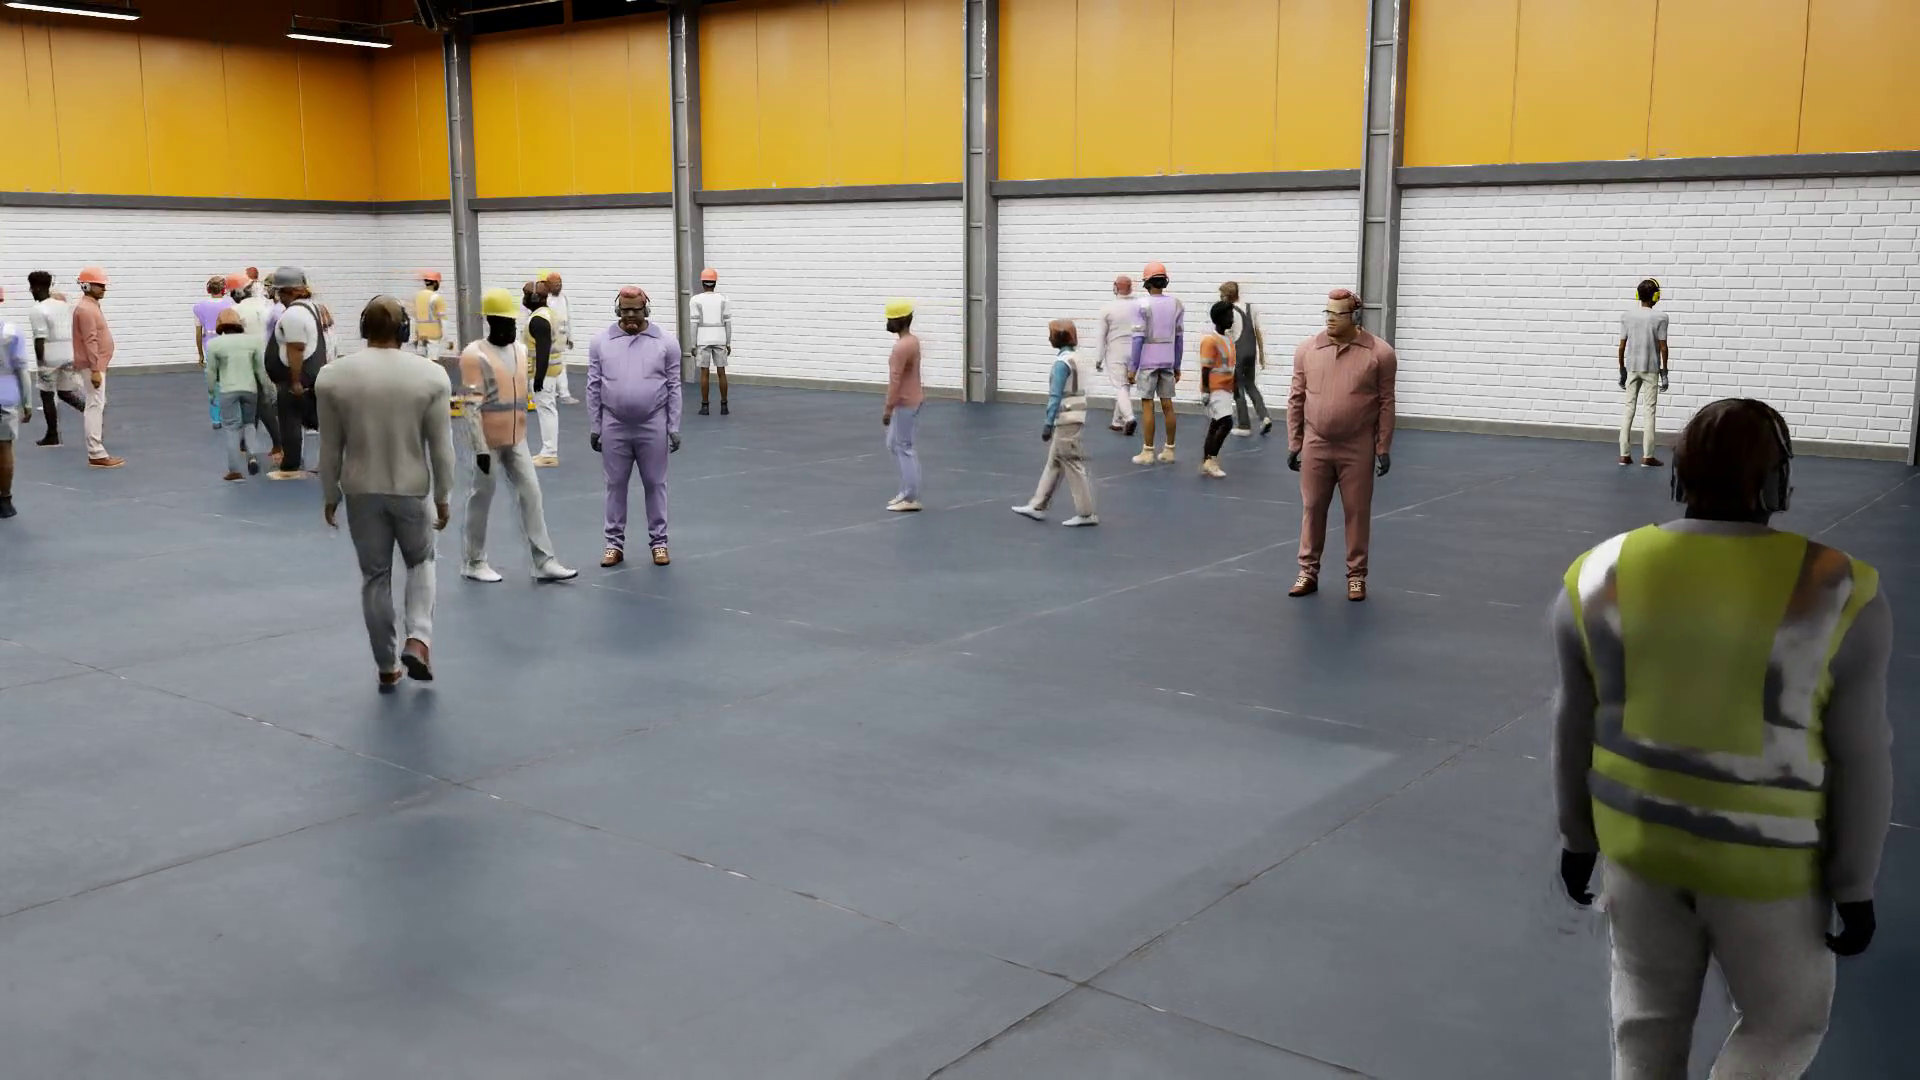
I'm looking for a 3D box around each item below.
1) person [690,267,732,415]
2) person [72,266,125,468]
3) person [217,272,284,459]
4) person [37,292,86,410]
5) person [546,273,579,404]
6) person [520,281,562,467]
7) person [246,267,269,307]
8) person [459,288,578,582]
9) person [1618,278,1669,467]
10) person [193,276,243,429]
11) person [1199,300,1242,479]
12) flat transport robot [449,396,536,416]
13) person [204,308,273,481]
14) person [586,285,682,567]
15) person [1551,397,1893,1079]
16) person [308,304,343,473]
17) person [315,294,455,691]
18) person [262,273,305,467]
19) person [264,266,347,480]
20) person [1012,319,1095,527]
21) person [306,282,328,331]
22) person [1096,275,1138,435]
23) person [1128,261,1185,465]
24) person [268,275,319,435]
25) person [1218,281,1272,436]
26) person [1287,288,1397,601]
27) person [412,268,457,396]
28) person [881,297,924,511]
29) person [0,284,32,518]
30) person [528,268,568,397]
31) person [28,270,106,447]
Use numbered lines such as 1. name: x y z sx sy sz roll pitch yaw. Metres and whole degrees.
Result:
1. person: -3.276 -2.606 21.872 0.542 1.939 0.359 -3 10 -17
2. person: -8.570 -1.712 16.514 0.391 1.991 0.612 -5 11 -25
3. person: -7.332 -1.813 17.276 0.978 1.937 0.605 3 10 17
4. person: -12.118 -2.558 22.558 0.816 1.604 0.522 -3 10 -17
5. person: -5.783 -2.865 23.626 0.797 1.861 0.586 5 11 25
6. person: -4.188 -1.650 16.591 0.430 1.844 0.624 -2 10 -9
7. person: -12.736 -3.999 30.144 0.337 1.882 0.584 3 10 17
8. person: -2.855 -0.641 10.567 0.898 1.885 0.616 5 11 28
9. person: 6.822 -1.663 16.591 0.513 1.870 0.328 9 13 43
10. person: -8.929 -2.257 20.107 0.563 1.847 0.390 -2 10 -11
11. person: 2.444 -1.398 15.595 0.453 1.683 0.544 5 11 27
12. flat transport robot: -6.367 -1.821 22.149 0.652 0.197 1.431 8 12 37
13. person: -6.741 -1.362 15.563 0.564 1.606 0.412 -7 12 -37
14. person: -2.205 -0.766 11.273 0.639 1.904 0.409 -1 10 -7
15. person: 1.496 0.629 3.346 0.645 1.832 0.504 9 13 41
16. person: -6.165 -1.459 16.086 0.283 1.633 0.500 0 10 2
17. person: -2.759 -0.219 8.031 0.633 1.921 0.445 -3 10 -15
18. person: -6.739 -1.697 16.580 0.372 1.940 0.631 -3 10 -19
19. person: -6.087 -1.580 15.601 0.829 2.000 0.692 -1 10 -5
20. person: 0.737 -0.905 12.900 0.699 1.605 0.542 2 10 13
21. person: -9.365 -2.847 23.916 0.533 1.745 0.680 -2 10 -14
22. person: 1.926 -2.174 19.579 0.653 1.875 0.946 -4 10 -20
23. person: 1.949 -1.769 16.702 0.614 2.039 0.390 -5 11 -27
24. person: -7.758 -2.147 19.343 0.719 1.888 0.620 -1 10 -4
25. person: 3.294 -2.092 19.280 0.572 1.802 0.613 -6 12 -33
26. person: 2.309 -0.576 10.157 0.651 1.904 0.402 4 11 23
27. person: -7.423 -2.898 23.671 0.584 1.900 0.883 6 11 30
28. person: -0.518 -1.101 13.615 0.438 1.751 0.555 2 10 12
29. person: -7.758 -1.131 13.333 0.585 1.919 0.417 -3 10 -18
30. person: -6.176 -3.095 24.814 0.595 1.906 0.596 9 13 41
31. person: -9.840 -1.980 18.211 0.647 1.949 0.638 2 10 10
